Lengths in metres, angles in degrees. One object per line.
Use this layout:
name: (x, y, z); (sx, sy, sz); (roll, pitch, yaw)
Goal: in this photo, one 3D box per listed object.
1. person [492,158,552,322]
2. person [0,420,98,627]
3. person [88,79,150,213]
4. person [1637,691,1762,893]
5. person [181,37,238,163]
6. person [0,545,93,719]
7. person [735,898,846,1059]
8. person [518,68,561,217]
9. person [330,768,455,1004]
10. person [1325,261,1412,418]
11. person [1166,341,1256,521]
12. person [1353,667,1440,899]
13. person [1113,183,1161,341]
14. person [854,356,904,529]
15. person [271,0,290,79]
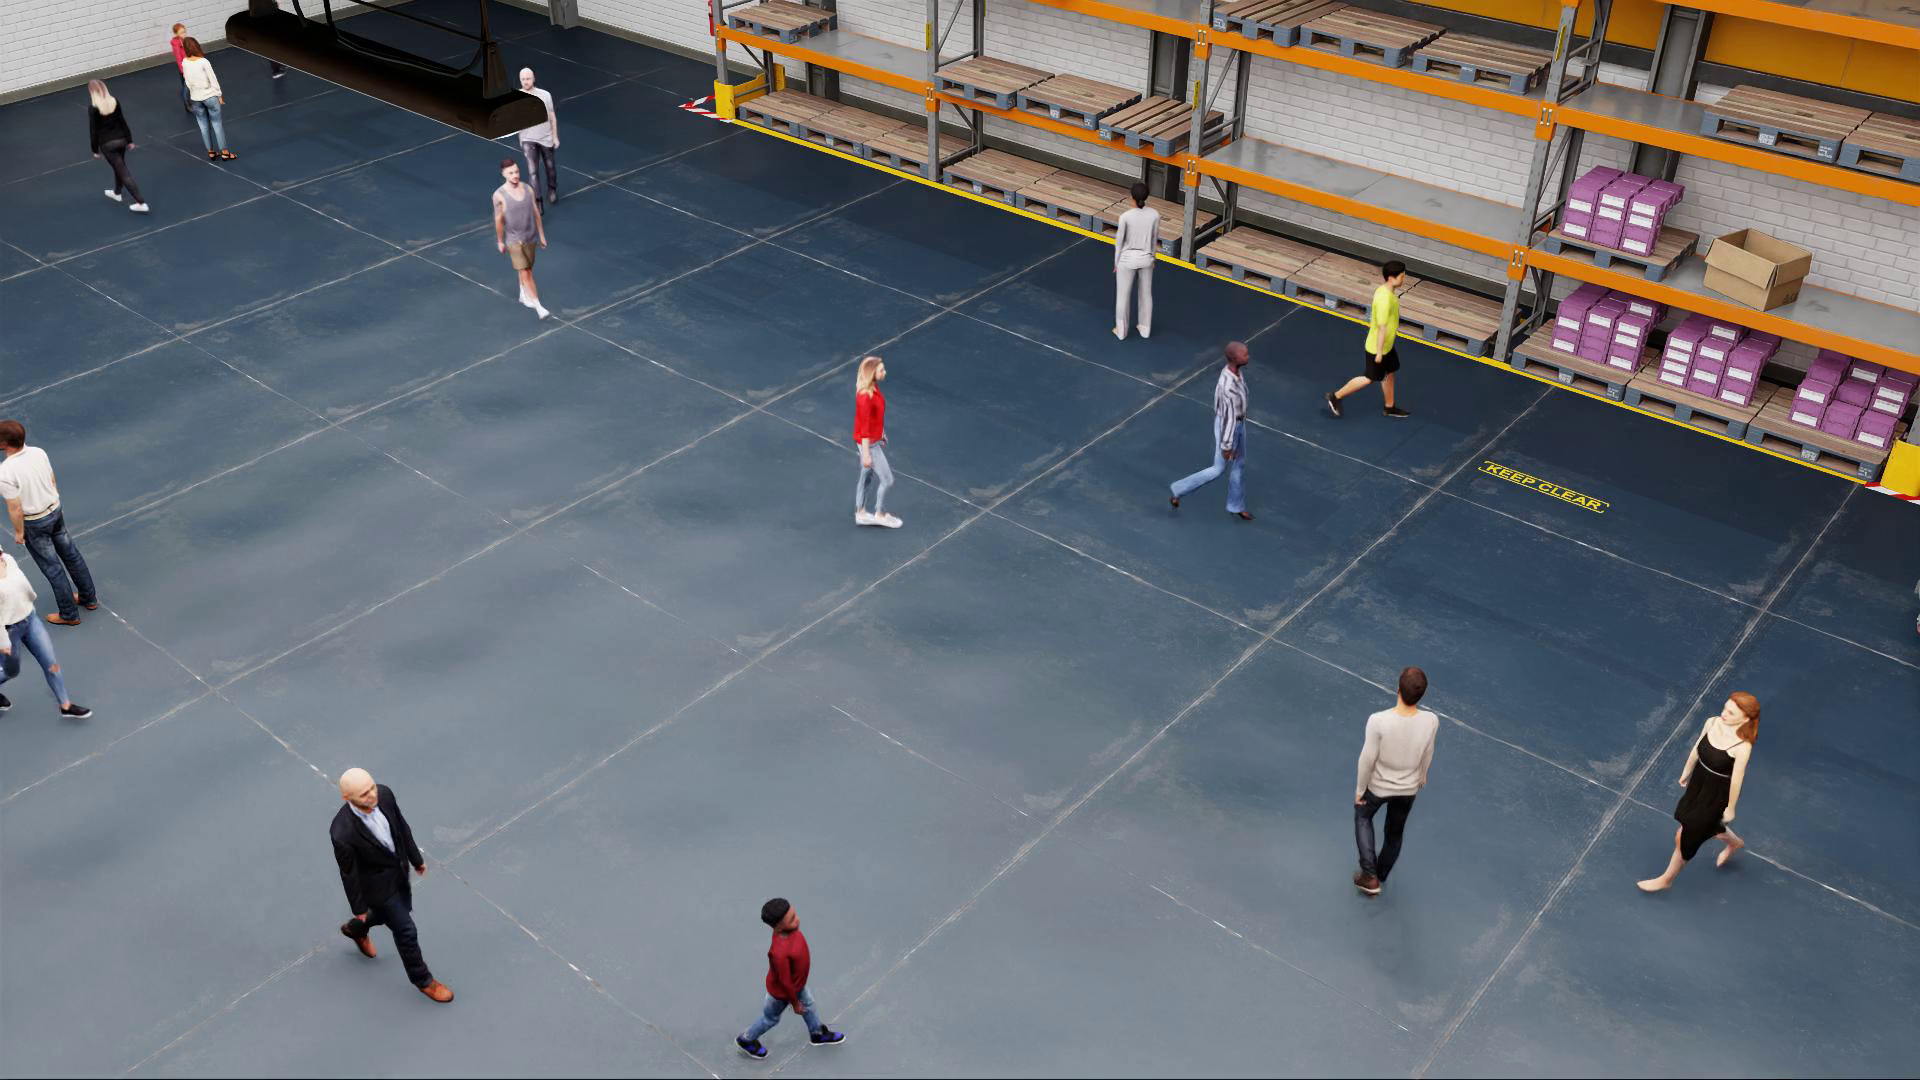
person: (-4.896, -3.370, 18.439); (0.782, 1.807, 1.166); (-25, 41, -32)
person: (-7.407, -0.153, 13.438); (0.725, 1.856, 0.742); (9, 35, 13)
person: (-10.497, -4.875, 20.737); (1.120, 1.642, 0.813); (15, 36, 21)
person: (5.030, 1.649, 10.963); (1.037, 1.595, 1.049); (-7, 34, -10)
person: (-10.097, -5.903, 22.246); (0.629, 1.682, 0.752); (7, 34, 11)
person: (-7.099, 0.672, 12.371); (1.171, 1.664, 0.955); (7, 34, 10)
person: (-1.094, 2.610, 9.833); (0.940, 1.246, 0.791); (4, 34, 6)
person: (-5.255, -5.018, 20.822); (1.184, 1.785, 1.278); (-4, 34, -7)
person: (-3.588, 2.051, 10.193); (1.194, 1.778, 0.929); (11, 35, 16)
person: (4.038, -1.928, 16.269); (1.168, 1.678, 0.907); (10, 35, 14)
person: (2.278, -0.919, 14.703); (1.111, 1.731, 0.932); (6, 34, 10)
person: (2.806, 1.641, 10.741); (0.775, 1.854, 0.848); (0, 34, 0)
person: (1.889, -2.981, 17.804); (0.705, 1.733, 0.738); (-7, 34, -10)
person: (-0.868, -0.852, 14.635); (0.838, 1.695, 0.786); (1, 34, 2)
person: (-10.490, -7.865, 25.159); (0.925, 1.724, 0.861); (10, 35, 15)
